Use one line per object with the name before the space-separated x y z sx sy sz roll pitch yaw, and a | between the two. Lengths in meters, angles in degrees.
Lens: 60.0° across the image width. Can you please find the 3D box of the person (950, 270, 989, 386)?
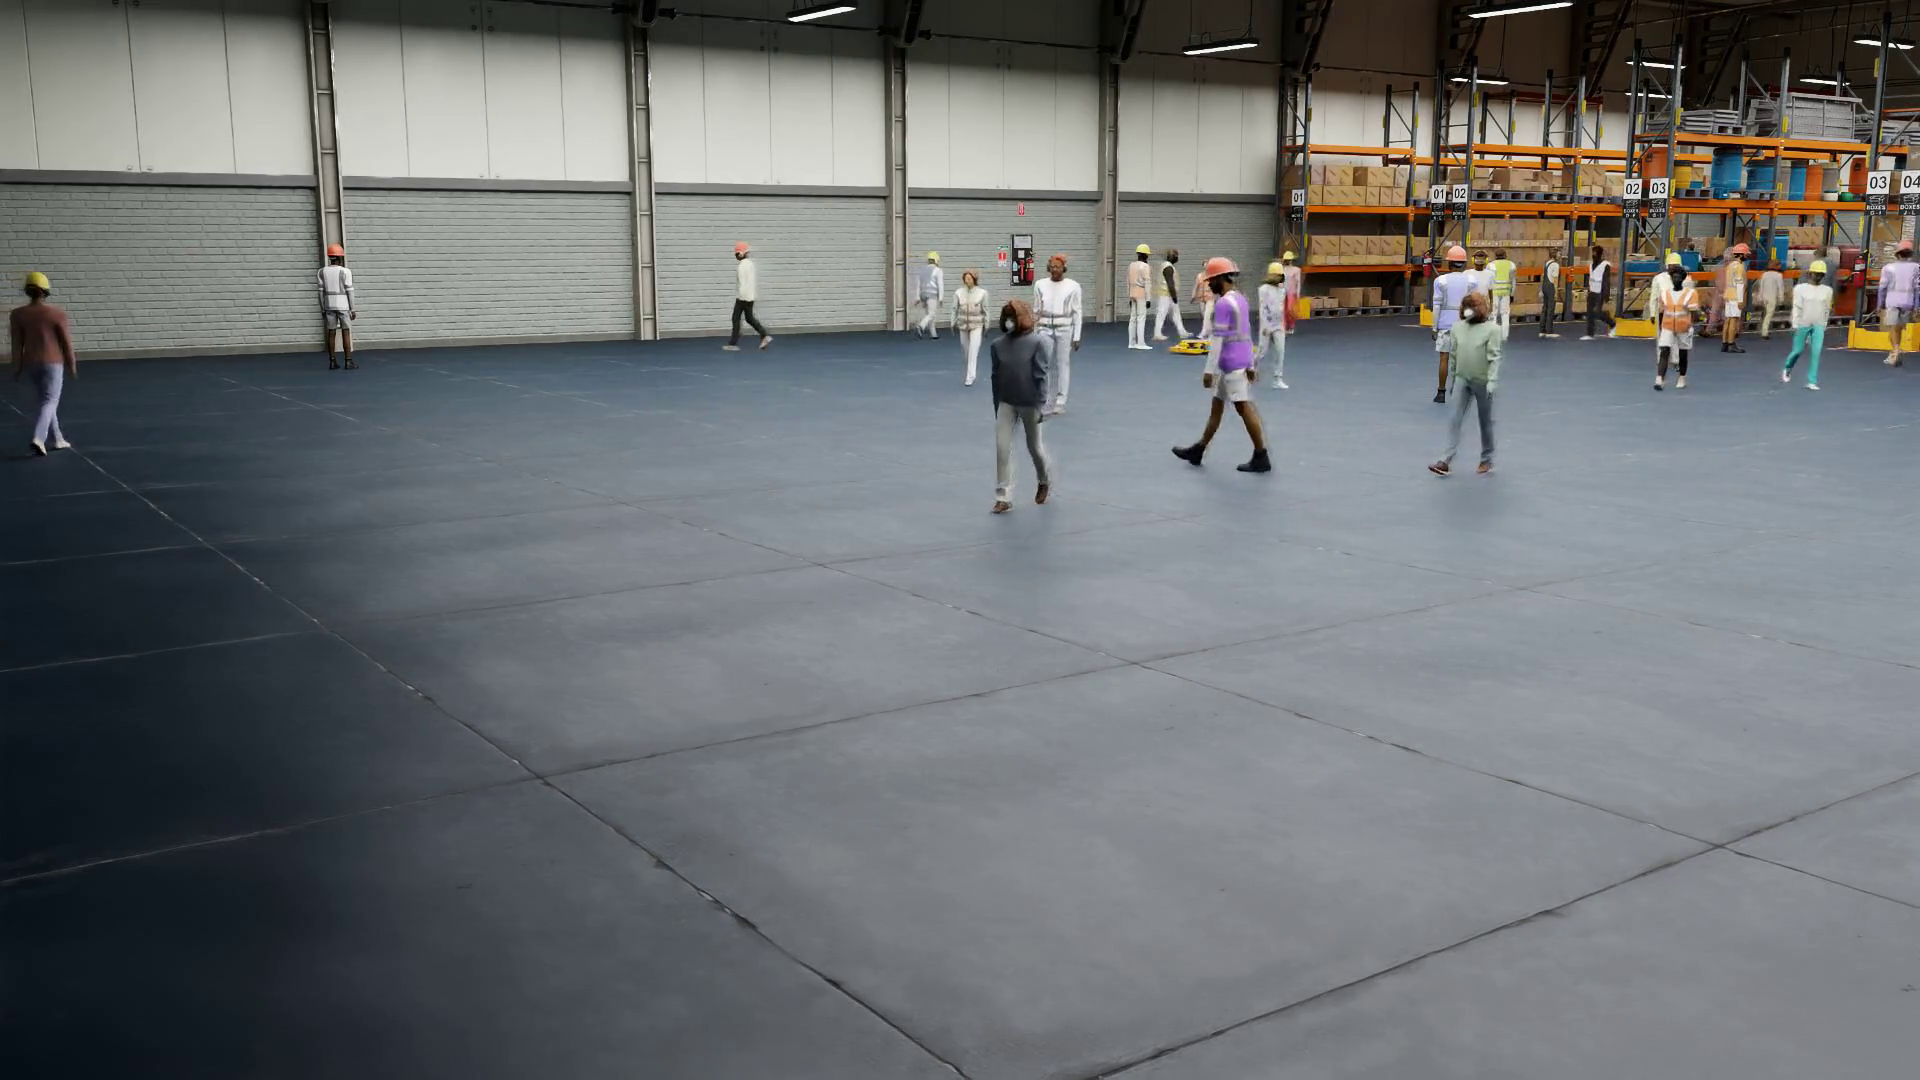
person | 0.137 -2.968 23.252 0.530 1.595 0.838 4 11 21

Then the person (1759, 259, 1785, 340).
person | 16.254 -4.806 33.269 0.500 1.618 0.500 -3 11 -14

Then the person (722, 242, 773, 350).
person | -3.883 -4.419 30.183 0.861 1.969 0.636 3 11 15

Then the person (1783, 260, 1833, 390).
person | 11.532 -2.930 22.613 0.520 1.748 0.666 1 10 7

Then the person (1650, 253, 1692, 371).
person | 10.904 -3.480 25.490 0.622 1.798 0.791 2 11 13

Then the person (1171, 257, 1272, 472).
person | 2.351 -1.550 14.724 1.004 1.866 0.623 5 11 25

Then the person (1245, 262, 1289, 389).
person | 4.205 -2.937 22.742 0.485 1.719 0.685 -6 12 -31

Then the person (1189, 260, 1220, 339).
person | 4.810 -4.696 32.716 0.830 1.595 0.524 -10 14 -44

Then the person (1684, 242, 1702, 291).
person | 18.052 -6.407 41.182 0.366 1.931 0.630 -4 11 -19

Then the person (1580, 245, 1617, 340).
person | 12.800 -4.937 33.236 0.668 1.894 0.598 -3 11 -14

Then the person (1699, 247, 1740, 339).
person | 15.500 -4.990 33.657 1.032 1.848 0.662 -5 12 -26

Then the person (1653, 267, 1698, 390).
person | 9.633 -2.838 22.382 0.541 1.647 0.865 7 13 35

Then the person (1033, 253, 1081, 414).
person | 1.092 -2.357 19.163 0.601 1.856 0.808 3 11 18

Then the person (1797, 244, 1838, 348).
person | 15.923 -4.542 31.001 0.735 1.914 0.441 0 10 2

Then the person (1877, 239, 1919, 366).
person | 14.996 -3.775 26.535 0.613 2.020 0.878 2 11 12

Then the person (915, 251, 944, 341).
person | -0.642 -4.798 32.788 0.609 1.787 0.814 8 13 37

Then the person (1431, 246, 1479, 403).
person | 6.134 -2.668 20.662 0.552 1.939 0.355 1 10 5

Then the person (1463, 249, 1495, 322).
person | 7.878 -3.485 25.353 0.520 1.865 0.332 2 11 10

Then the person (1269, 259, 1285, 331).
person | 6.400 -4.912 33.879 0.701 1.610 0.504 -8 13 -37

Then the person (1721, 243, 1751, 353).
person | 13.824 -4.300 29.611 0.370 1.939 0.543 1 10 6

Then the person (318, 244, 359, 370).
person | -9.664 -3.615 25.861 0.552 1.935 0.368 1 10 5

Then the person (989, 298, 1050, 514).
person | 0.473 -1.028 12.595 0.501 1.606 0.783 5 11 24

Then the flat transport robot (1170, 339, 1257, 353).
flat transport robot | 4.498 -3.450 29.520 1.431 0.197 0.652 -6 12 -27

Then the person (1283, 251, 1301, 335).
person | 6.877 -5.181 34.976 0.543 1.752 0.491 9 14 40

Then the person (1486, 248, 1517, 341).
person | 10.661 -4.853 32.918 0.636 1.839 0.429 0 10 -2

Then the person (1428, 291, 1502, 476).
person | 4.390 -1.336 14.306 0.517 1.586 0.844 10 14 44

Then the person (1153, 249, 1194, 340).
person | 4.277 -4.874 33.134 0.902 1.801 0.643 2 11 11

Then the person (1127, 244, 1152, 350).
person | 3.305 -4.444 30.440 0.385 1.922 0.594 -6 12 -30

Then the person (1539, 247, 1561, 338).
person | 12.077 -5.051 33.995 0.345 1.842 0.505 -2 10 -9

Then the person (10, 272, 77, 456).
person | -8.708 -1.675 15.773 0.528 1.730 0.880 0 10 -2
